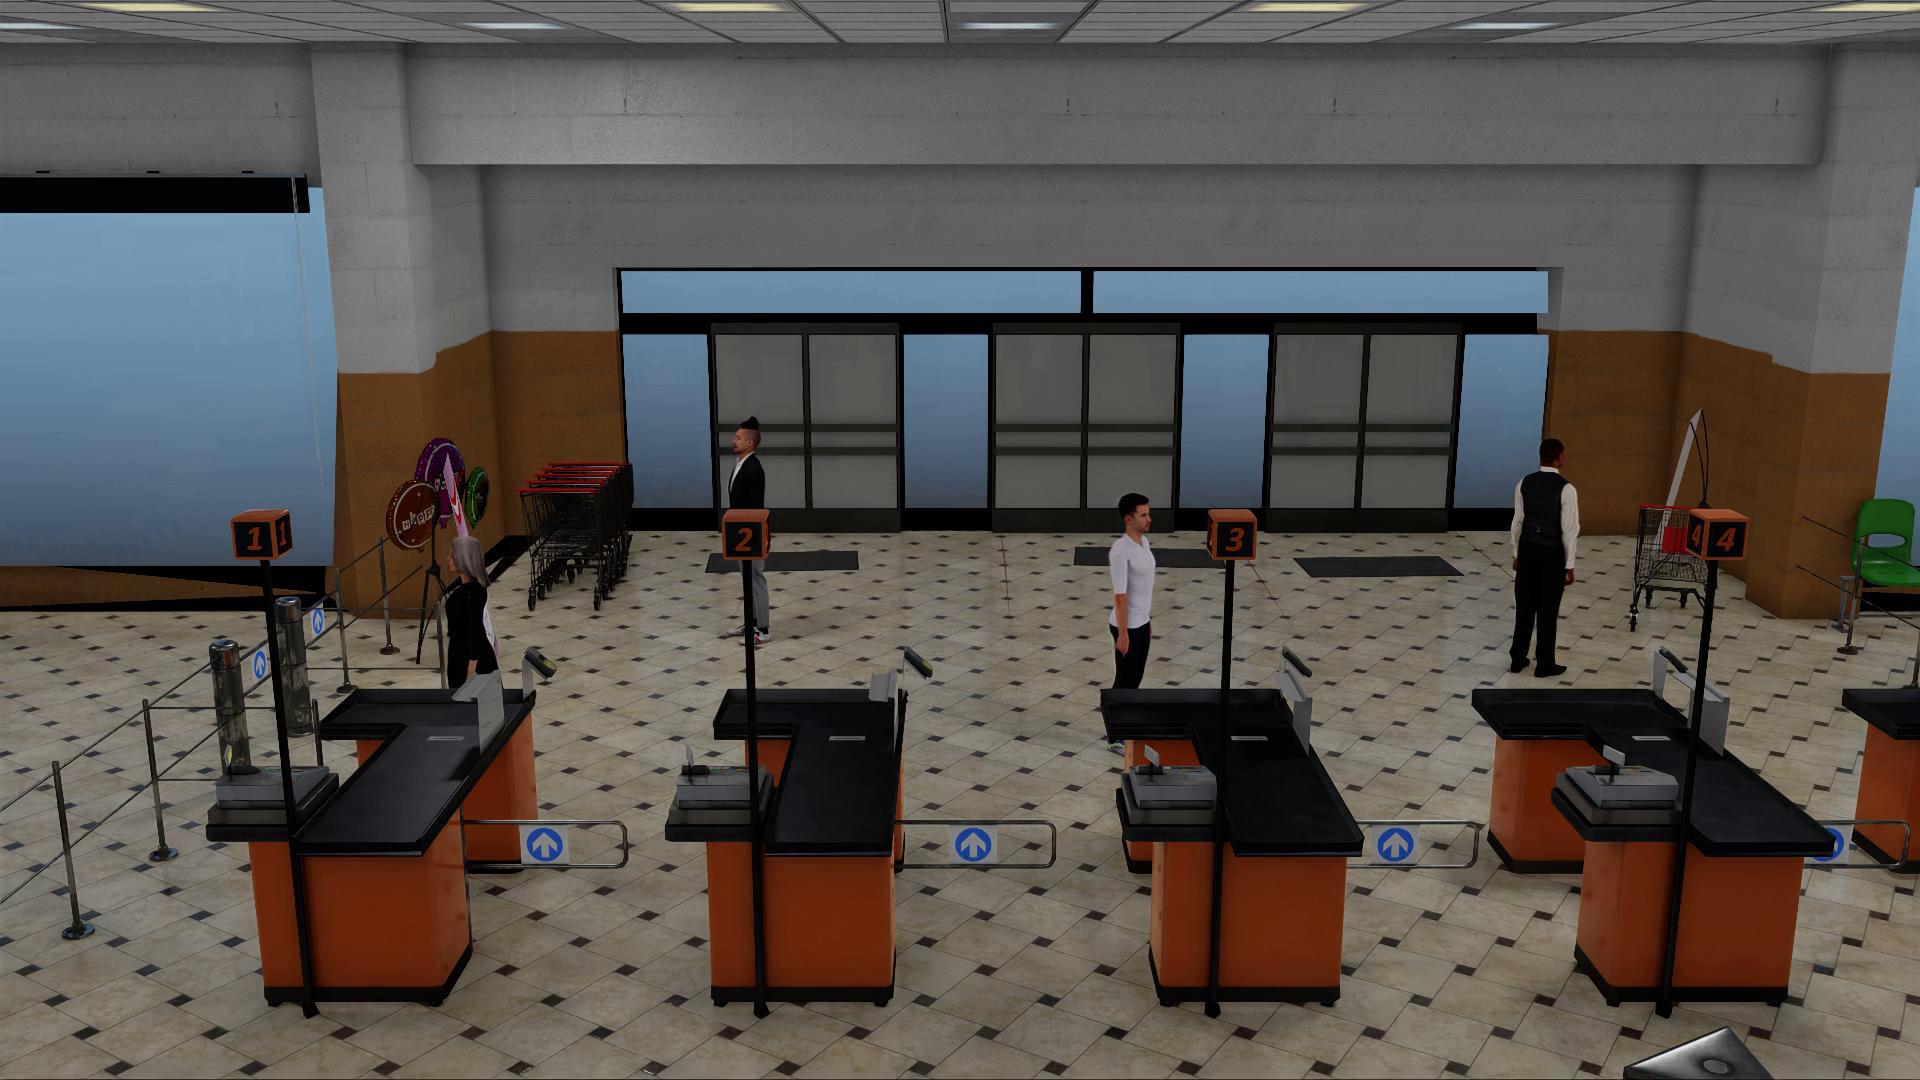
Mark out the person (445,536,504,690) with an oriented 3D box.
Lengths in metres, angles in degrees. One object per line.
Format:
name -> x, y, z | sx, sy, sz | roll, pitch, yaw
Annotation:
person -> -3.186, 0.820, 10.858 | 0.747, 1.746, 0.630 | -6, 15, -22

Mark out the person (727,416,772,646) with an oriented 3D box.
person -> -1.784, -0.090, 14.177 | 0.846, 1.949, 0.689 | -6, 15, -22

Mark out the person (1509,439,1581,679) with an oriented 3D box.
person -> 4.661, 0.133, 13.323 | 0.829, 1.919, 0.764 | -13, 19, -42

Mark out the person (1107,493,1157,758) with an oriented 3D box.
person -> 1.197, 0.575, 11.644 | 0.812, 1.851, 0.665 | 7, 15, 26
